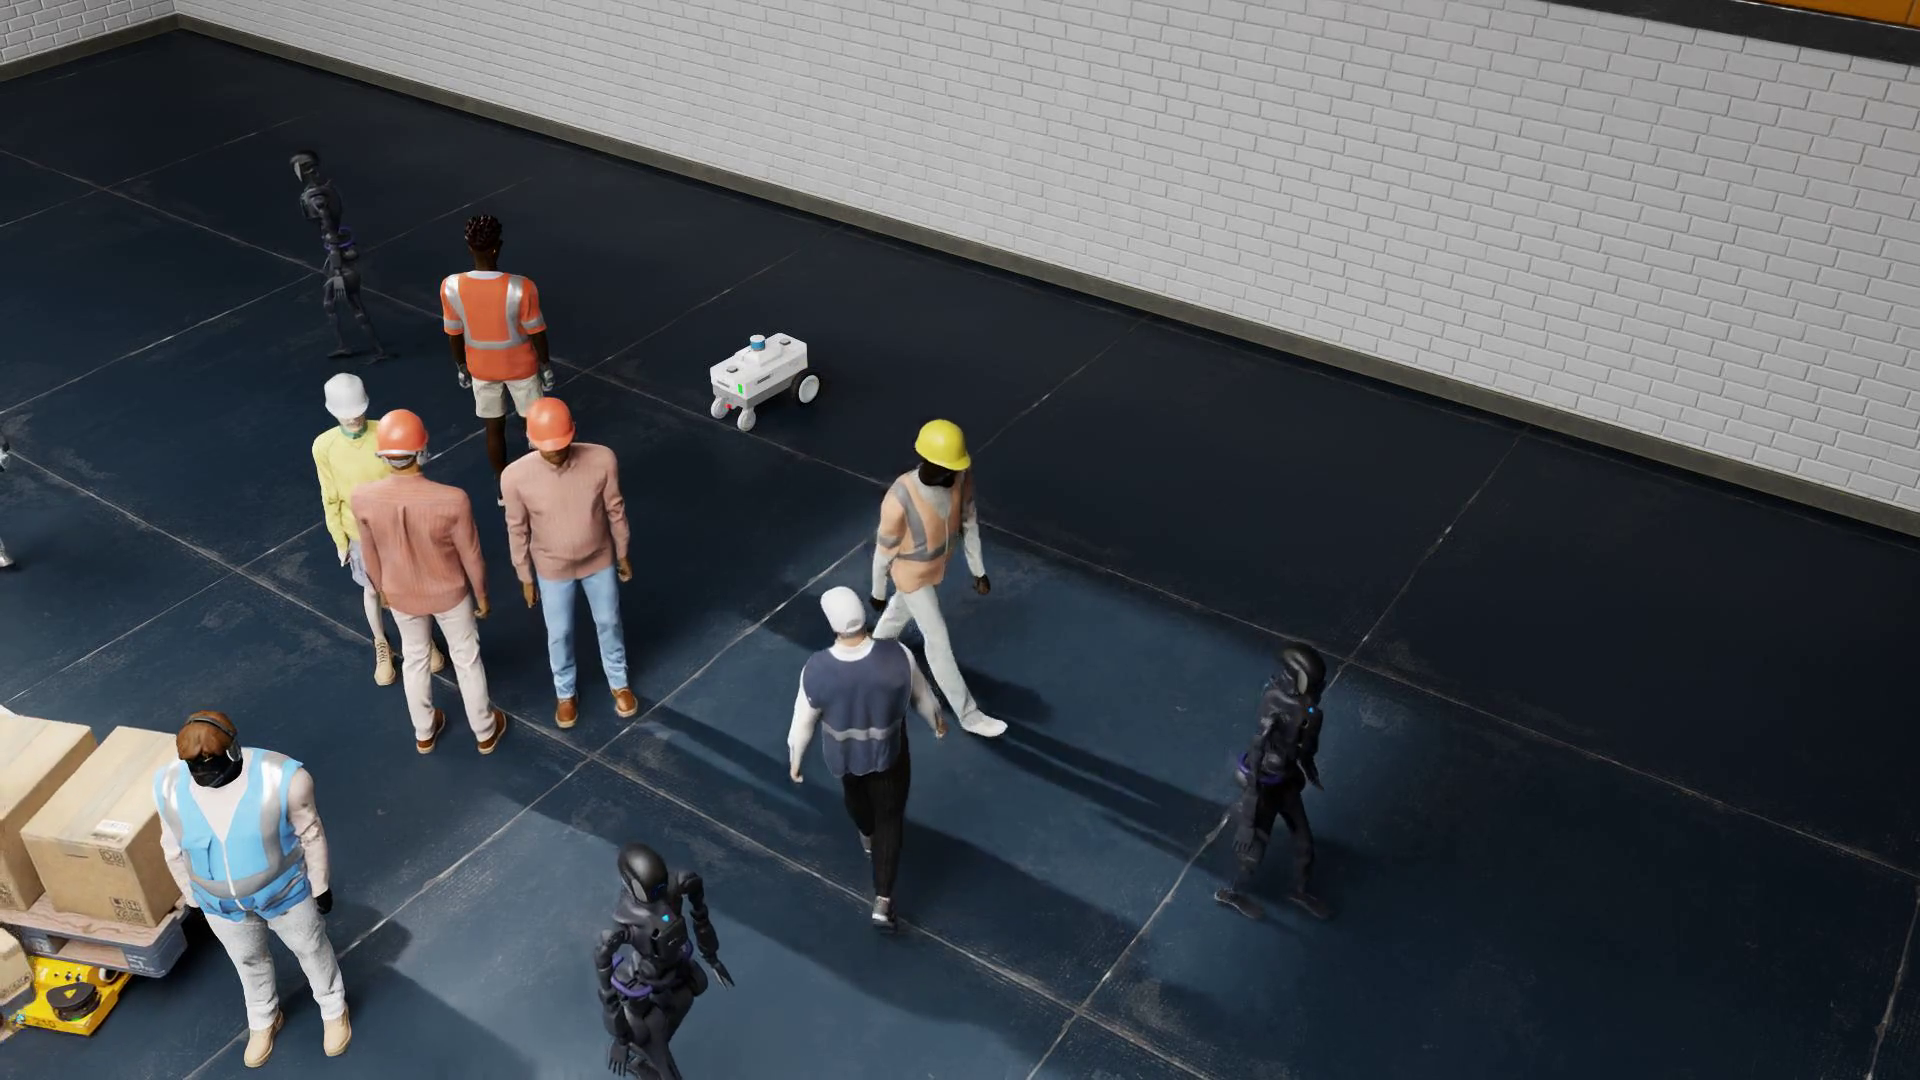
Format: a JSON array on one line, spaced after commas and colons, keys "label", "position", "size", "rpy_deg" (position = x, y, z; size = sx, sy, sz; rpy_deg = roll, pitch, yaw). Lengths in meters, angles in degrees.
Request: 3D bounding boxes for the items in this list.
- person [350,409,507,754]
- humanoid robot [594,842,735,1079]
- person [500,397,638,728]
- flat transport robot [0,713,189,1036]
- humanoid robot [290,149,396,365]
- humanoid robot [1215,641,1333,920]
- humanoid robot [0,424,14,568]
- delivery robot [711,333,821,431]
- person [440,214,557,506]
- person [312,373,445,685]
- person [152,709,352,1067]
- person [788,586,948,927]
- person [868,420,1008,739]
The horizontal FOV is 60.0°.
[{"label": "person", "position": [-2.684, 0.233, 8.443], "size": [0.612, 1.982, 0.418], "rpy_deg": [1, 35, 1]}, {"label": "humanoid robot", "position": [-1.178, 1.770, 6.560], "size": [0.789, 1.636, 0.609], "rpy_deg": [25, 42, 31]}, {"label": "person", "position": [-1.996, 0.119, 8.606], "size": [0.610, 1.983, 0.417], "rpy_deg": [-13, 37, -18]}, {"label": "flat transport robot", "position": [-3.992, 1.674, 7.871], "size": [0.659, 0.231, 1.431], "rpy_deg": [7, 36, 10]}, {"label": "humanoid robot", "position": [-4.472, -1.998, 11.901], "size": [0.519, 1.642, 0.612], "rpy_deg": [-14, 37, -19]}, {"label": "humanoid robot", "position": [1.469, 1.128, 7.424], "size": [0.554, 1.641, 0.616], "rpy_deg": [26, 43, 32]}, {"label": "humanoid robot", "position": [-5.928, -0.483, 9.769], "size": [0.735, 1.893, 0.545], "rpy_deg": [27, 43, 33]}, {"label": "delivery robot", "position": [-1.382, -1.154, 11.680], "size": [0.499, 0.614, 0.803], "rpy_deg": [25, 42, 32]}, {"label": "person", "position": [-2.835, -1.093, 10.347], "size": [0.613, 1.963, 0.361], "rpy_deg": [0, 35, 0]}, {"label": "person", "position": [-3.139, -0.070, 8.952], "size": [0.485, 1.889, 0.385], "rpy_deg": [-15, 38, -20]}, {"label": "person", "position": [-2.892, 1.437, 6.839], "size": [0.622, 1.844, 0.429], "rpy_deg": [-5, 35, -7]}, {"label": "person", "position": [-0.418, 0.961, 7.622], "size": [0.732, 1.719, 0.844], "rpy_deg": [-1, 35, -1]}, {"label": "person", "position": [-0.167, 0.157, 8.654], "size": [1.064, 1.853, 0.573], "rpy_deg": [21, 40, 27]}]
